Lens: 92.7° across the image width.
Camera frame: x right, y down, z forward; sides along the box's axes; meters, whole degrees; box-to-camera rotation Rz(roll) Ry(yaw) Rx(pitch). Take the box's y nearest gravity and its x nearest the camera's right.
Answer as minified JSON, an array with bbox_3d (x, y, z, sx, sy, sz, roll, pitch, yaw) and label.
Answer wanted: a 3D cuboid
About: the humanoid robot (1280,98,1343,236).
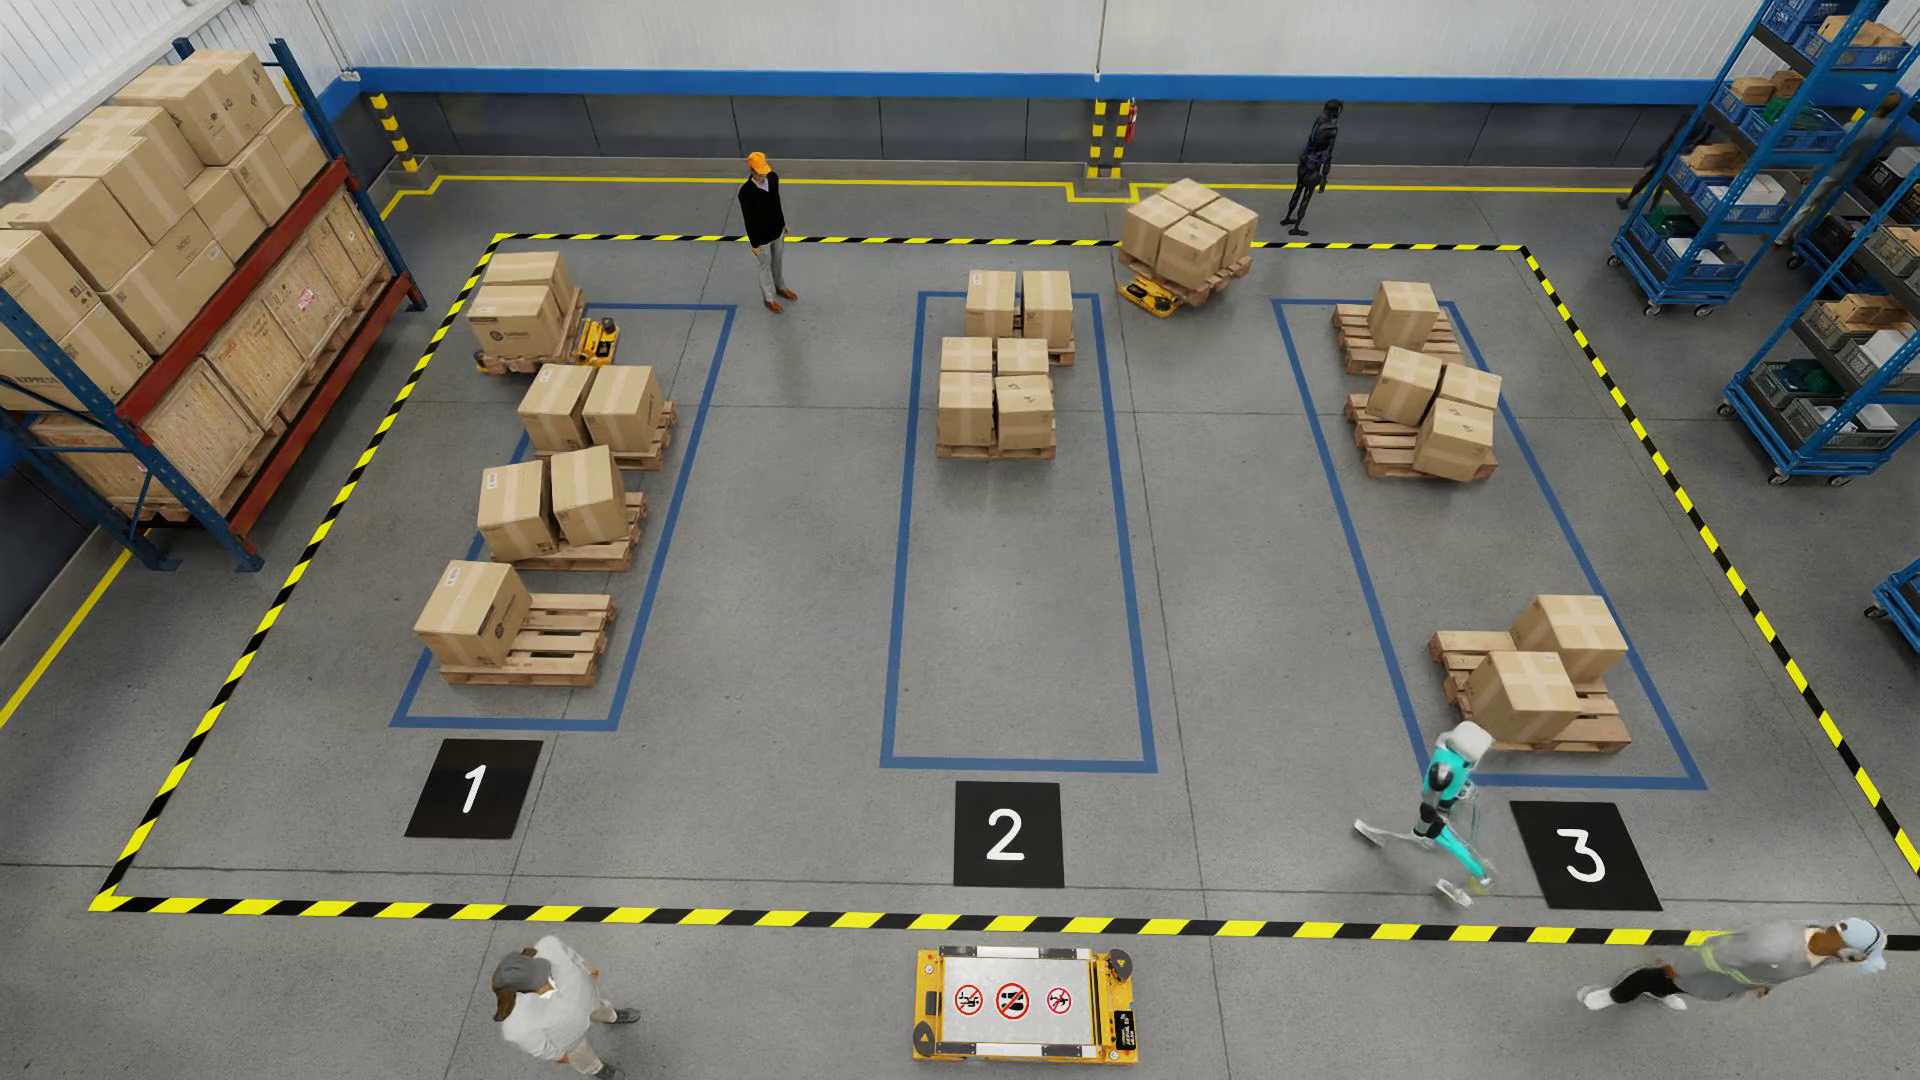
[{"bbox_3d":[4.365,-4.615,11.329,0.315,1.658,0.599,-7,51,-6],"label":"humanoid robot"}]

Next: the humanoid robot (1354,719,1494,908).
[{"bbox_3d":[3.349,1.899,6.025,1.049,1.741,0.542,34,59,25],"label":"humanoid robot"}]

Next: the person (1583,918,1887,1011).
[{"bbox_3d":[4.497,2.559,5.410,0.732,1.811,0.379,-5,51,-4],"label":"person"}]

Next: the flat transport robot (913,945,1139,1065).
[{"bbox_3d":[0.422,3.041,6.007,1.431,0.231,0.659,1,51,1],"label":"flat transport robot"}]

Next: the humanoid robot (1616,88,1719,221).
[{"bbox_3d":[9.007,-4.863,11.552,0.610,1.629,0.610,-6,51,-5],"label":"humanoid robot"}]

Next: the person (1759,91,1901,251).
[{"bbox_3d":[10.463,-4.382,10.981,0.628,1.940,0.378,1,51,1],"label":"person"}]

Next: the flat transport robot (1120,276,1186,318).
[{"bbox_3d":[2.666,-3.197,11.074,1.431,0.197,0.652,-35,59,-25],"label":"flat transport robot"}]

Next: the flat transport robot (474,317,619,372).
[{"bbox_3d":[-4.616,-2.191,10.254,1.431,0.197,0.652,-4,51,-3],"label":"flat transport robot"}]

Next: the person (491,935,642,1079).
[{"bbox_3d":[-2.287,2.723,5.298,0.400,1.769,0.562,3,51,3],"label":"person"}]

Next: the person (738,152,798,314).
[{"bbox_3d":[-2.138,-3.435,10.245,0.379,1.880,0.589,25,55,19],"label":"person"}]
